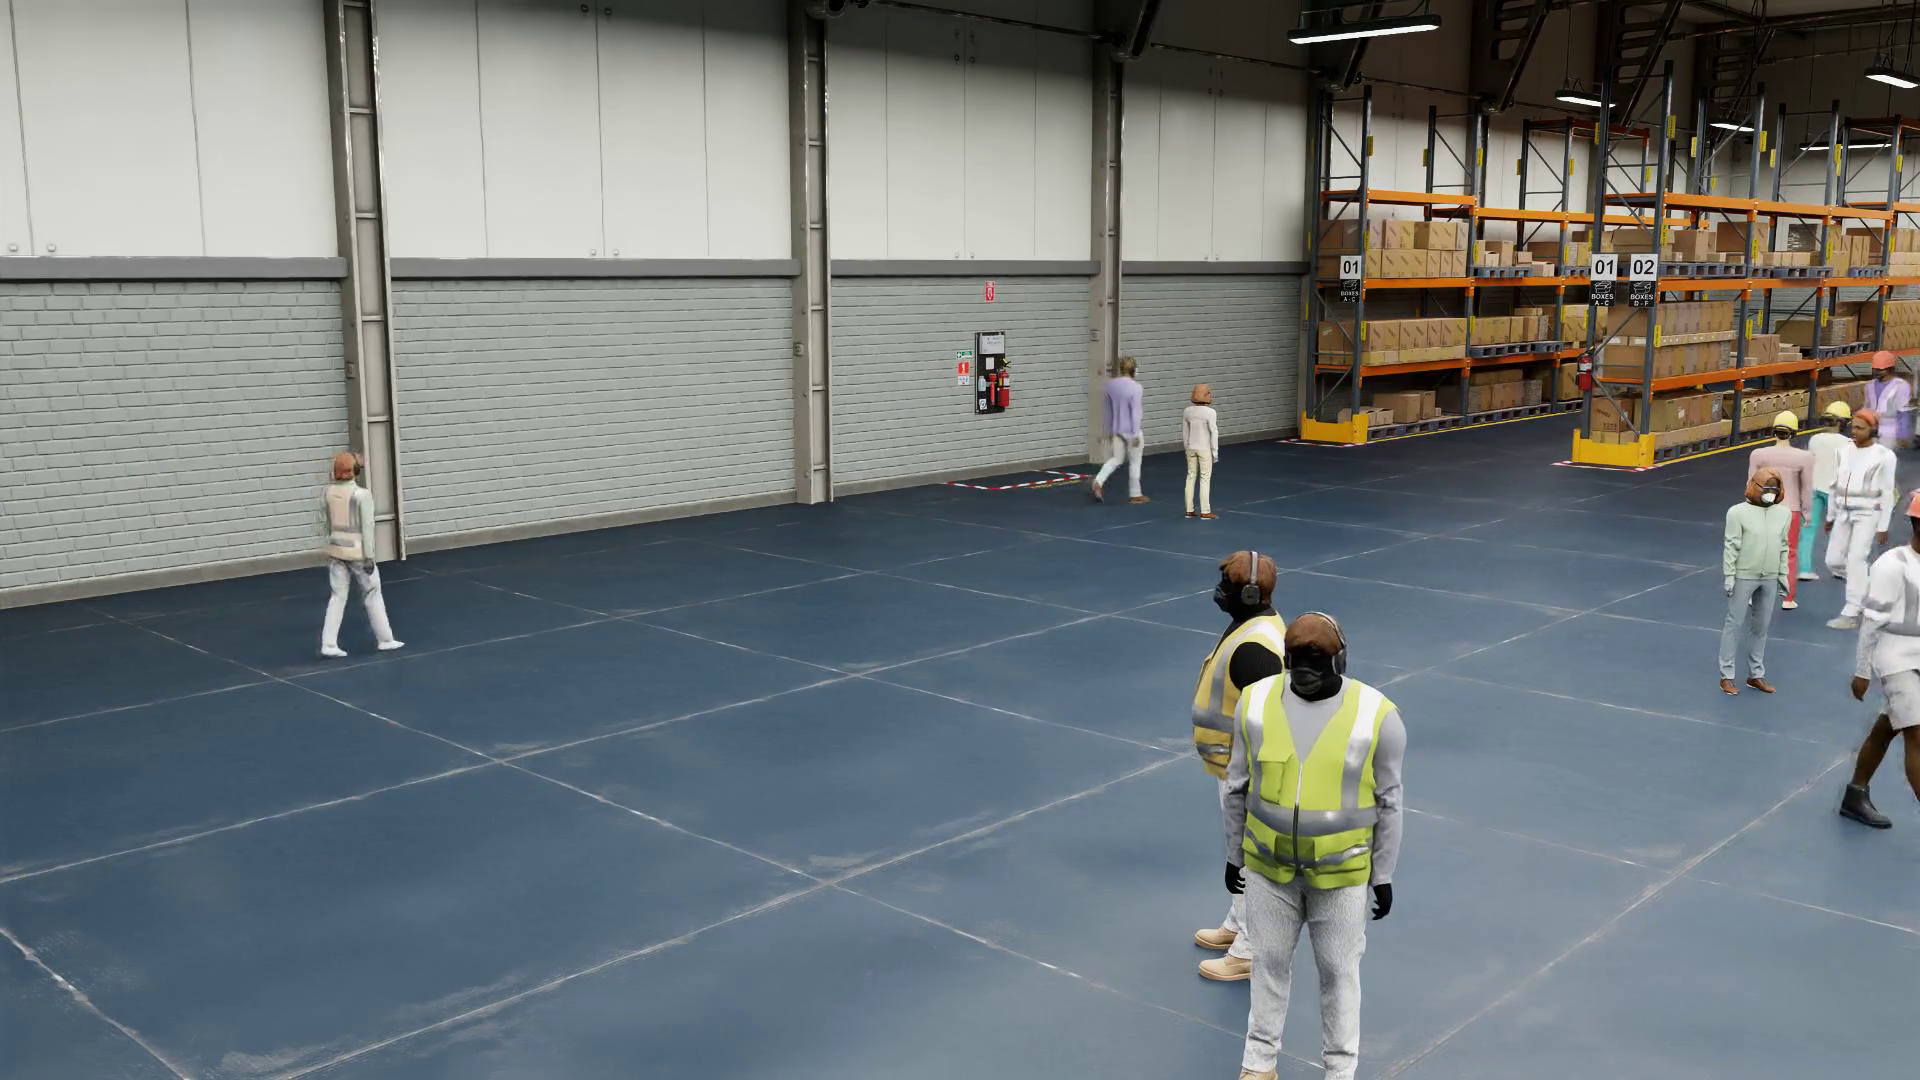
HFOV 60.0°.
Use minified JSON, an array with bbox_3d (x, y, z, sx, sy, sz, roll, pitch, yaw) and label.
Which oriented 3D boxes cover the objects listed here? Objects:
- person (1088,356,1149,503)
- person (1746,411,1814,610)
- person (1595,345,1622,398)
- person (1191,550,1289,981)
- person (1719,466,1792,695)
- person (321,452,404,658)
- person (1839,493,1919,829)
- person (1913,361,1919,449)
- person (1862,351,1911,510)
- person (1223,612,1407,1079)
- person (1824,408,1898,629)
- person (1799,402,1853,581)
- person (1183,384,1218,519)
[{"bbox_3d":[2.054,-1.392,21.234,0.819,1.917,0.634,-6,11,-34],"label":"person"},{"bbox_3d":[7.265,-0.259,14.770,0.534,1.767,0.314,5,11,28],"label":"person"},{"bbox_3d":[12.227,-3.025,31.100,0.885,1.932,0.633,-5,11,-29],"label":"person"},{"bbox_3d":[1.205,0.954,7.138,0.429,1.846,0.625,1,9,7],"label":"person"},{"bbox_3d":[5.666,0.288,11.837,0.499,1.633,0.281,-1,9,-9],"label":"person"},{"bbox_3d":[-4.741,0.128,12.971,0.532,1.622,0.730,4,10,25],"label":"person"},{"bbox_3d":[5.077,0.672,8.707,0.565,1.887,0.964,-5,10,-27],"label":"person"},{"bbox_3d":[16.235,-2.411,27.792,0.596,1.802,0.835,8,12,40],"label":"person"},{"bbox_3d":[11.314,-1.315,20.430,0.459,2.016,0.660,-3,10,-19],"label":"person"},{"bbox_3d":[1.234,1.156,5.916,0.636,1.840,0.429,4,10,25],"label":"person"},{"bbox_3d":[7.601,-0.184,13.995,0.553,1.866,0.598,-3,10,-20],"label":"person"},{"bbox_3d":[8.448,-0.465,16.071,0.728,1.737,0.543,-4,10,-23],"label":"person"},{"bbox_3d":[2.908,-1.065,20.078,0.276,1.635,0.501,-9,13,-44],"label":"person"}]
